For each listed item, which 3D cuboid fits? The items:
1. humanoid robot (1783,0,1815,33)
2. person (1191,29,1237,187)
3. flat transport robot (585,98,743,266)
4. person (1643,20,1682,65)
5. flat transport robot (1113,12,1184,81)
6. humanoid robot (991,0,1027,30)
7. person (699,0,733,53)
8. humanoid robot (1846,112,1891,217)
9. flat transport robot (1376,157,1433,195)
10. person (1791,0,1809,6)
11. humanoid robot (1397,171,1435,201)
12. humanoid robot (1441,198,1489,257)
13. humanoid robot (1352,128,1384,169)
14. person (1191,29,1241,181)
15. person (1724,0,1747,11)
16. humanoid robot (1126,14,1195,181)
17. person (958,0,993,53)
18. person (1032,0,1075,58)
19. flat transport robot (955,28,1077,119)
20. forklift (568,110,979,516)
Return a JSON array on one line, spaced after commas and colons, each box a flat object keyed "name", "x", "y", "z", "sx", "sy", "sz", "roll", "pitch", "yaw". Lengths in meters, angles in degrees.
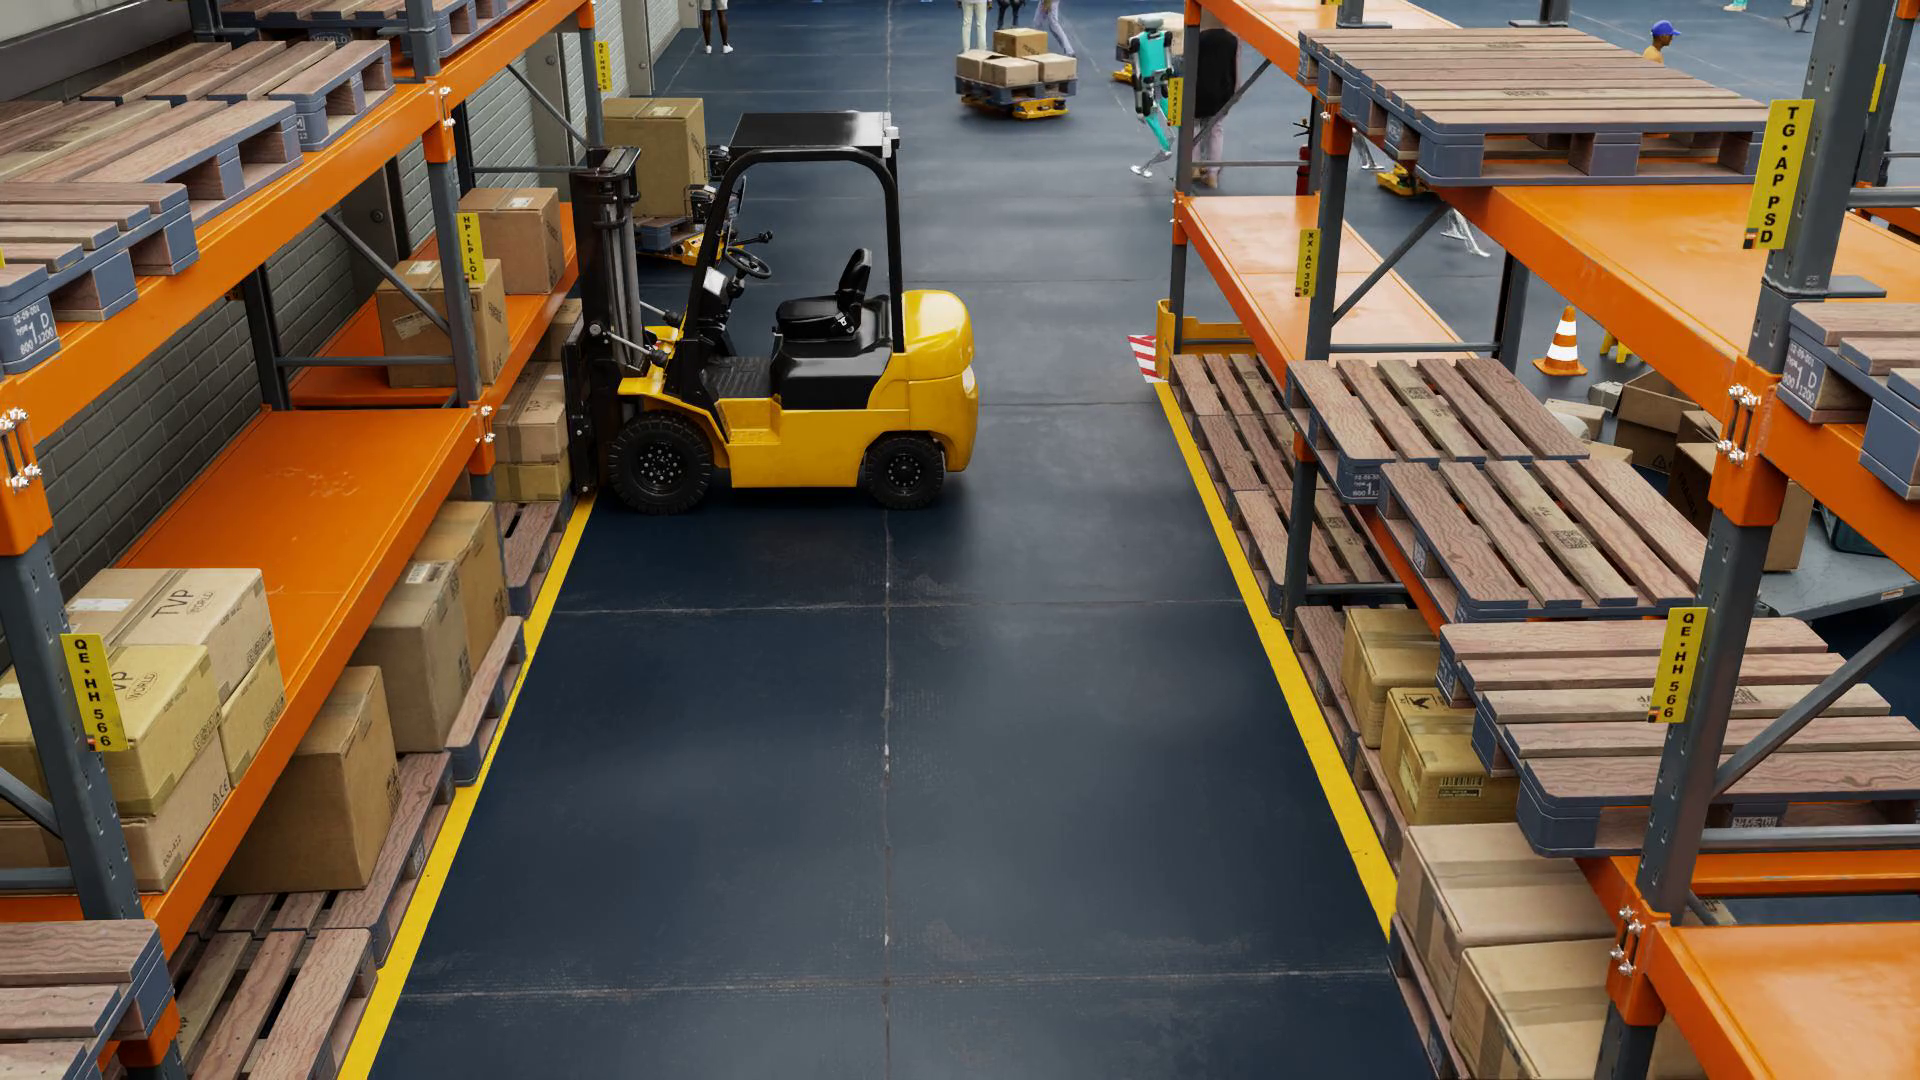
[{"name": "humanoid robot", "x": 13.676, "y": -9.060, "z": 26.846, "sx": 0.493, "sy": 1.636, "sz": 0.589, "roll": 15, "pitch": 29, "yaw": 28}, {"name": "person", "x": 2.591, "y": -4.616, "z": 17.258, "sx": 0.554, "sy": 1.822, "sz": 0.619, "roll": -4, "pitch": 26, "yaw": -9}, {"name": "flat transport robot", "x": -2.746, "y": -2.729, "z": 15.082, "sx": 1.431, "sy": 0.231, "sz": 0.659, "roll": 12, "pitch": 28, "yaw": 24}, {"name": "person", "x": 7.022, "y": -4.409, "z": 16.955, "sx": 0.381, "sy": 1.711, "sz": 0.444, "roll": 7, "pitch": 26, "yaw": 15}, {"name": "flat transport robot", "x": 2.888, "y": -6.549, "z": 23.172, "sx": 1.431, "sy": 0.231, "sz": 0.659, "roll": -16, "pitch": 30, "yaw": -30}, {"name": "humanoid robot", "x": 0.742, "y": -8.262, "z": 25.147, "sx": 0.600, "sy": 1.642, "sz": 0.359, "roll": -10, "pitch": 27, "yaw": -20}, {"name": "person", "x": -3.721, "y": -8.283, "z": 24.936, "sx": 0.543, "sy": 1.900, "sz": 0.380, "roll": 0, "pitch": 25, "yaw": 0}, {"name": "humanoid robot", "x": 7.562, "y": -2.971, "z": 13.953, "sx": 0.385, "sy": 1.646, "sz": 0.611, "roll": -4, "pitch": 26, "yaw": -9}, {"name": "flat transport robot", "x": 5.133, "y": -3.761, "z": 17.268, "sx": 1.431, "sy": 0.231, "sz": 0.659, "roll": -4, "pitch": 26, "yaw": -8}, {"name": "person", "x": 15.215, "y": -10.558, "z": 29.764, "sx": 0.394, "sy": 1.892, "sz": 0.543, "roll": 16, "pitch": 30, "yaw": 30}, {"name": "humanoid robot", "x": 4.611, "y": -4.226, "z": 16.624, "sx": 0.460, "sy": 1.633, "sz": 0.607, "roll": 5, "pitch": 26, "yaw": 11}, {"name": "humanoid robot", "x": 4.542, "y": -3.473, "z": 14.969, "sx": 0.545, "sy": 1.802, "sz": 0.784, "roll": -22, "pitch": 33, "yaw": -39}, {"name": "humanoid robot", "x": 4.368, "y": -4.797, "z": 17.729, "sx": 0.678, "sy": 1.789, "sz": 0.533, "roll": -4, "pitch": 26, "yaw": -8}, {"name": "person", "x": 2.527, "y": -4.736, "z": 17.415, "sx": 0.819, "sy": 1.909, "sz": 0.643, "roll": -17, "pitch": 30, "yaw": -32}, {"name": "person", "x": 13.778, "y": -10.270, "z": 29.125, "sx": 0.353, "sy": 1.914, "sz": 0.498, "roll": 20, "pitch": 32, "yaw": 36}, {"name": "humanoid robot", "x": 2.080, "y": -4.425, "z": 16.943, "sx": 0.579, "sy": 1.727, "sz": 0.965, "roll": -15, "pitch": 29, "yaw": -29}, {"name": "person", "x": 0.223, "y": -7.965, "z": 24.430, "sx": 0.568, "sy": 1.749, "sz": 0.341, "roll": 8, "pitch": 27, "yaw": 17}, {"name": "person", "x": 1.283, "y": -7.890, "z": 24.210, "sx": 0.862, "sy": 1.809, "sz": 0.581, "roll": -3, "pitch": 25, "yaw": -7}, {"name": "flat transport robot", "x": 0.686, "y": -5.560, "z": 21.077, "sx": 0.659, "sy": 0.231, "sz": 1.431, "roll": -17, "pitch": 30, "yaw": -31}, {"name": "forklift", "x": -1.043, "y": -1.379, "z": 9.976, "sx": 2.313, "sy": 2.155, "sz": 1.214, "roll": -1, "pitch": 25, "yaw": -2}]
